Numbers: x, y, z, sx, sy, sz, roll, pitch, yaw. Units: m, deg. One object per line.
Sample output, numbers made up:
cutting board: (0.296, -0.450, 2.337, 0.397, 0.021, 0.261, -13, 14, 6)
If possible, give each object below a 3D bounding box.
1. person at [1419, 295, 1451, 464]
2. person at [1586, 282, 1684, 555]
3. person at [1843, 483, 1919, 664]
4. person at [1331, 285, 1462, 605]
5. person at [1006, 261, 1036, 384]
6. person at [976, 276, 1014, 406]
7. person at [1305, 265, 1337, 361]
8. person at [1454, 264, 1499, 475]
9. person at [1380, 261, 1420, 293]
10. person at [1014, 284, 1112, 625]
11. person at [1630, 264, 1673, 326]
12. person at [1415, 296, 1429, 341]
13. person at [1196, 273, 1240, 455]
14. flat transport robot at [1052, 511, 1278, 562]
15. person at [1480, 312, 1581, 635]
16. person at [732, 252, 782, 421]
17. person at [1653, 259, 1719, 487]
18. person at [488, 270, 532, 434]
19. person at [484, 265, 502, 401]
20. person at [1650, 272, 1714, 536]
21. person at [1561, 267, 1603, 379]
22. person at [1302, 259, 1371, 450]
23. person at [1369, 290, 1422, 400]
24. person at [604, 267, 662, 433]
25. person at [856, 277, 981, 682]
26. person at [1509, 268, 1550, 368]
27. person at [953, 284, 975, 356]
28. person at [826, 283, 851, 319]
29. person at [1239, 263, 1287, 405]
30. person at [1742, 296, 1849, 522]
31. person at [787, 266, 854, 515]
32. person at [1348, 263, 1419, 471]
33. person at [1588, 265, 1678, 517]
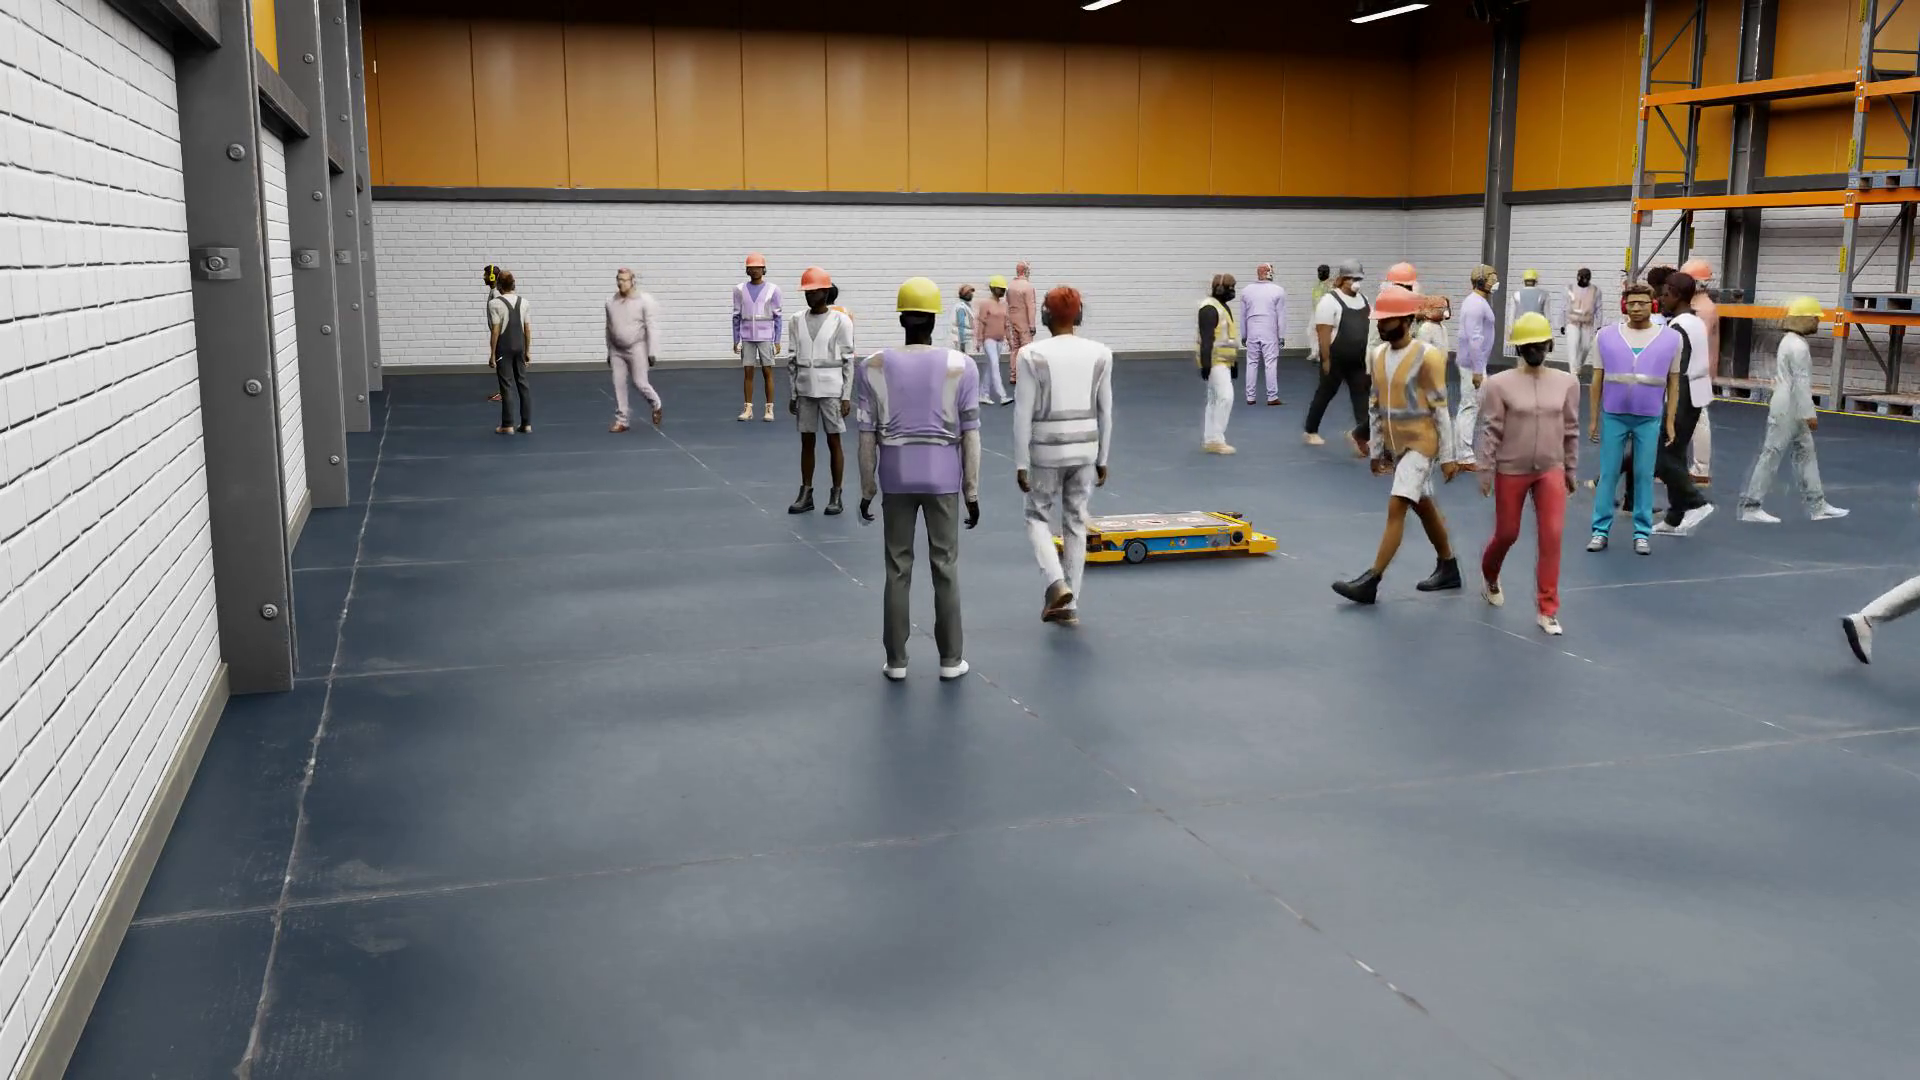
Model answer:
person: (4.617, -1.565, 16.216, 0.279, 1.634, 0.499, 7, 12, 37)
person: (4.581, -0.822, 11.318, 0.564, 1.842, 0.389, 4, 11, 24)
person: (4.642, -0.116, 7.876, 0.636, 1.620, 0.521, 3, 10, 15)
person: (2.629, -0.561, 9.806, 1.072, 1.860, 0.557, -4, 11, -24)
person: (0.988, -3.352, 25.762, 0.409, 1.910, 0.651, -6, 12, -32)
person: (0.525, -2.643, 22.190, 0.536, 1.723, 0.877, -9, 14, -43)
person: (6.760, -4.254, 31.246, 0.600, 1.818, 0.639, -3, 10, -15)
person: (4.790, -1.584, 15.448, 0.373, 1.941, 0.627, 3, 10, 16)
person: (6.835, -3.392, 26.010, 0.645, 1.904, 0.811, 3, 10, 19)
person: (0.569, -0.441, 9.020, 0.582, 1.872, 0.479, -3, 10, -16)
person: (7.865, -2.150, 18.811, 0.568, 1.904, 0.789, 3, 10, 14)
person: (4.648, -1.663, 16.859, 0.645, 1.603, 0.495, 3, 10, 14)
person: (2.689, -1.778, 16.872, 0.572, 1.829, 0.662, 4, 11, 24)
flat transport robot: (1.366, -0.035, 11.305, 1.431, 0.197, 0.652, -3, 10, -17)
person: (3.123, -0.396, 9.178, 0.535, 1.733, 0.775, 1, 10, 3)
person: (-2.467, -2.457, 20.186, 0.615, 2.047, 0.360, 1, 10, 7)
person: (6.254, -1.437, 14.465, 0.660, 1.979, 0.646, 1, 10, 8)
person: (-5.084, -2.112, 18.778, 0.326, 1.843, 0.517, 9, 13, 42)
person: (-6.412, -2.850, 22.974, 0.327, 1.874, 0.520, -2, 10, -10)
person: (5.163, -0.965, 11.951, 0.442, 1.902, 0.630, 6, 12, 32)
person: (10.066, -3.515, 27.003, 0.632, 1.821, 0.709, 2, 10, 9)
person: (3.999, -1.974, 17.408, 0.696, 2.000, 1.030, -5, 11, -28)
person: (5.655, -2.575, 21.349, 0.605, 1.881, 0.960, -6, 11, -31)
person: (-3.758, -2.189, 19.130, 0.648, 1.887, 0.713, 3, 10, 19)
person: (-0.203, -0.277, 7.937, 0.618, 1.922, 0.397, 0, 10, 2)
person: (8.690, -3.245, 25.418, 0.603, 1.817, 0.677, 4, 11, 22)
person: (0.040, -2.794, 23.438, 0.411, 1.608, 0.656, 2, 10, 10)
person: (-1.641, -2.311, 20.432, 0.553, 1.655, 0.819, -6, 12, -32)
person: (4.080, -2.760, 22.360, 0.643, 1.905, 0.400, 6, 11, 29)
person: (6.365, -0.962, 12.518, 0.835, 1.711, 0.498, 4, 11, 21)
person: (-1.098, -1.159, 12.987, 0.547, 1.938, 0.378, 3, 10, 18)
person: (3.975, -1.629, 15.675, 0.640, 1.956, 0.818, -8, 13, -40)
person: (5.225, -1.127, 12.791, 0.548, 1.942, 0.627, 3, 10, 16)
